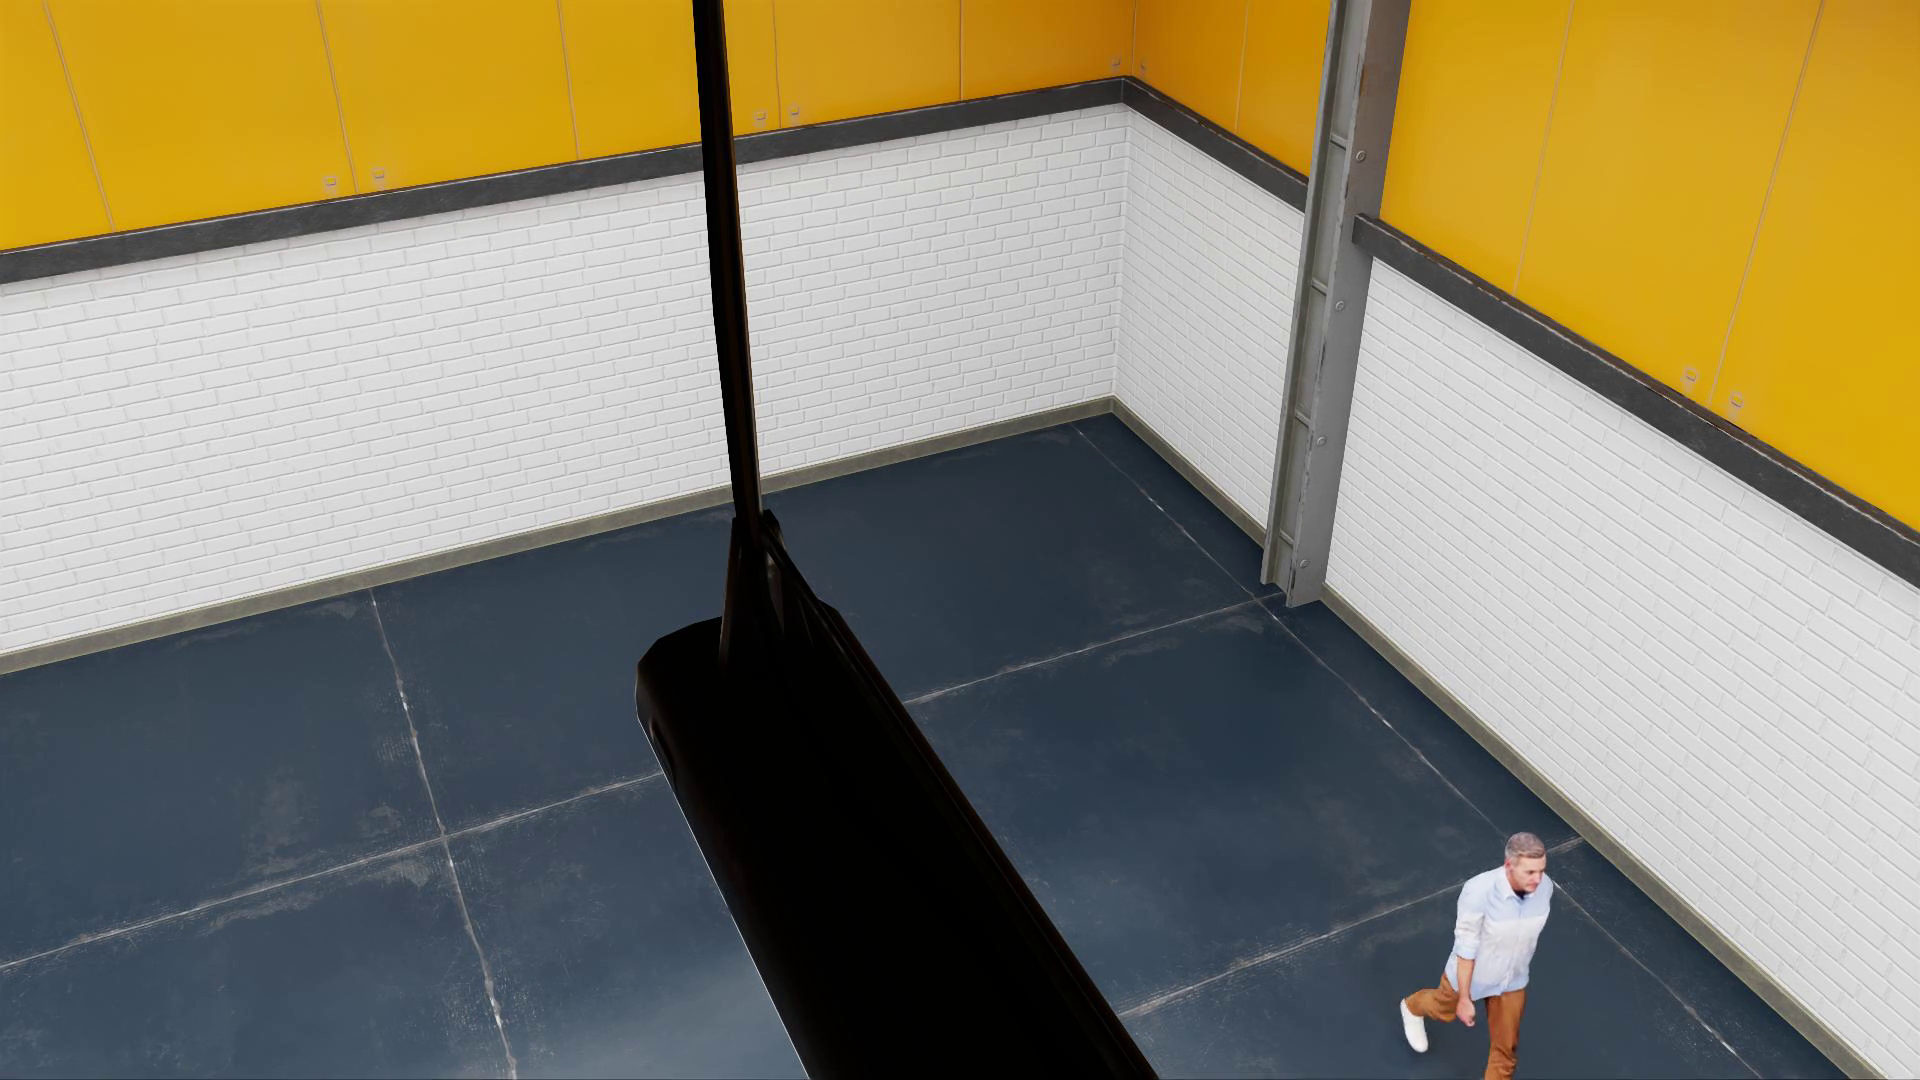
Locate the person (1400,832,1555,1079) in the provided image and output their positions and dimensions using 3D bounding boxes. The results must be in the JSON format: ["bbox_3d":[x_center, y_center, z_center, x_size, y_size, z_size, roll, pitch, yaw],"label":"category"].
[{"bbox_3d":[2.582,2.106,8.347,0.852,1.789,1.226,-7,34,-10],"label":"person"}]
